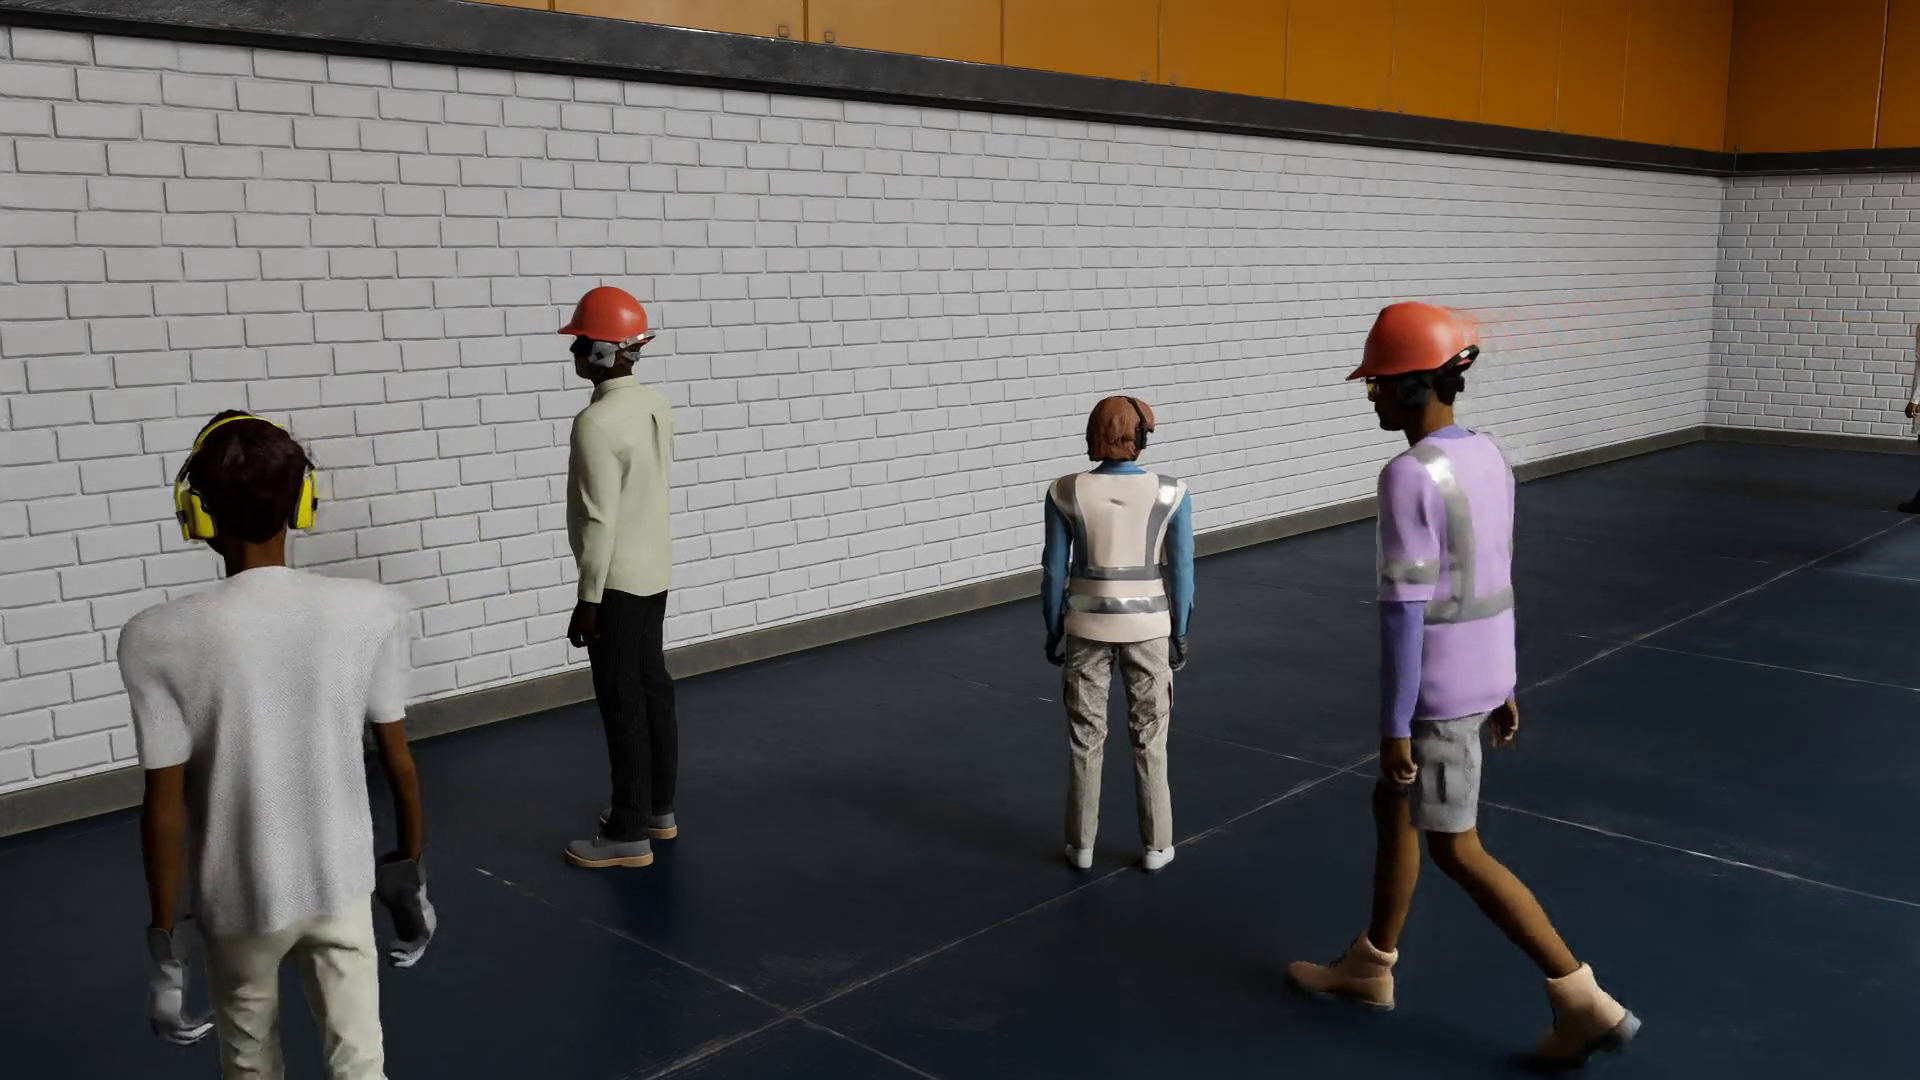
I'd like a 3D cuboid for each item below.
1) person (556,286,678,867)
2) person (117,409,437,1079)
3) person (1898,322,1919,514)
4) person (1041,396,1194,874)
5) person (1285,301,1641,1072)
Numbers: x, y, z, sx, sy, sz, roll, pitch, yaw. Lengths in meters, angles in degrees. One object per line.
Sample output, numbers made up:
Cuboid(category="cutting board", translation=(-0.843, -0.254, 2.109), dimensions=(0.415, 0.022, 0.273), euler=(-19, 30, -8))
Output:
Cuboid(category="person", translation=(-1.179, 0.131, 5.761), dimensions=(0.375, 1.997, 0.612), euler=(2, 10, 11))
Cuboid(category="person", translation=(-1.210, 0.687, 3.055), dimensions=(0.531, 1.849, 0.849), euler=(-7, 12, -35))
Cuboid(category="person", translation=(7.828, -1.166, 13.315), dimensions=(0.552, 1.935, 0.370), euler=(-2, 10, -10))
Cuboid(category="person", translation=(0.532, 0.329, 5.657), dimensions=(0.516, 1.636, 0.314), euler=(1, 10, 8))
Cuboid(category="person", translation=(1.344, 0.385, 4.338), dimensions=(0.946, 2.003, 0.623), euler=(7, 12, 36))
